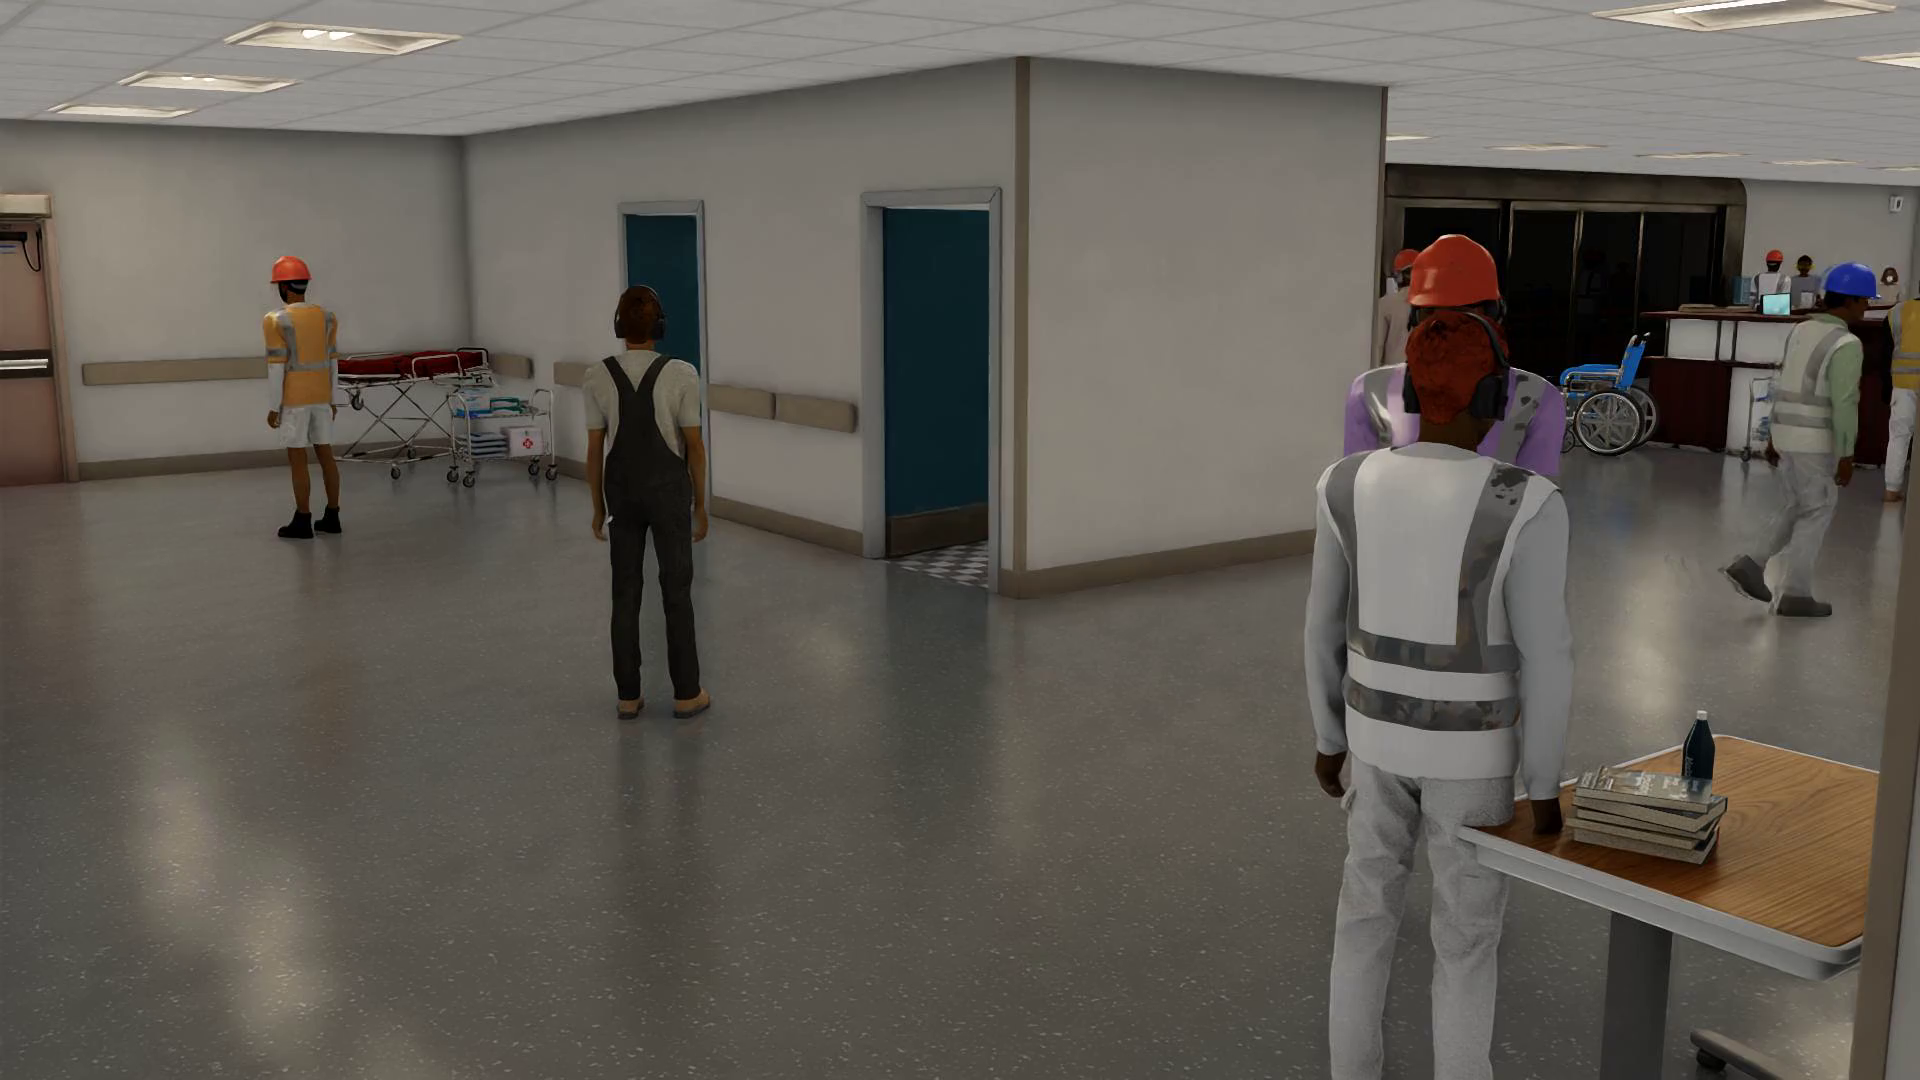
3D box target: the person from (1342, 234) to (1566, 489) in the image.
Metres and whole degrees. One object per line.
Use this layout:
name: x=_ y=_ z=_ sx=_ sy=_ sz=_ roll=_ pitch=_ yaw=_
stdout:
person: x=1.352 y=0.176 z=4.691 sx=0.607 sy=2.044 sz=0.374 roll=4 pitch=11 yaw=22

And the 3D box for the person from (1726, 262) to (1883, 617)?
person: x=4.594 y=-0.528 z=8.958 sx=0.543 sy=1.923 sz=0.651 roll=0 pitch=10 yaw=0

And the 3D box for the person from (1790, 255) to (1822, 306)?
person: x=12.598 y=-3.327 z=24.874 sx=0.576 sy=1.843 sz=0.449 roll=4 pitch=11 yaw=22

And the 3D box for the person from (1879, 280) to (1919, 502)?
person: x=7.474 y=-1.186 z=12.889 sx=0.429 sy=1.841 sz=0.634 roll=-9 pitch=13 yaw=-41

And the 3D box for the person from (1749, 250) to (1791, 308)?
person: x=11.680 y=-3.213 z=24.008 sx=0.546 sy=1.928 sz=0.388 roll=9 pitch=14 yaw=43

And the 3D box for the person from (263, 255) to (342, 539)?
person: x=-4.531 y=-0.977 z=11.445 sx=0.355 sy=1.938 sz=0.544 roll=6 pitch=12 yaw=31

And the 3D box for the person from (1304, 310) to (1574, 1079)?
person: x=1.019 y=0.458 z=3.574 sx=0.586 sy=1.877 sz=0.343 roll=10 pitch=14 yaw=43

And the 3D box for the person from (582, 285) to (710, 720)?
person: x=-1.322 y=-0.149 z=7.059 sx=0.506 sy=1.847 sz=0.345 roll=0 pitch=10 yaw=1

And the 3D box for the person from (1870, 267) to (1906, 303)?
person: x=15.042 y=-3.605 z=27.019 sx=0.508 sy=1.632 sz=0.273 roll=9 pitch=14 yaw=41
